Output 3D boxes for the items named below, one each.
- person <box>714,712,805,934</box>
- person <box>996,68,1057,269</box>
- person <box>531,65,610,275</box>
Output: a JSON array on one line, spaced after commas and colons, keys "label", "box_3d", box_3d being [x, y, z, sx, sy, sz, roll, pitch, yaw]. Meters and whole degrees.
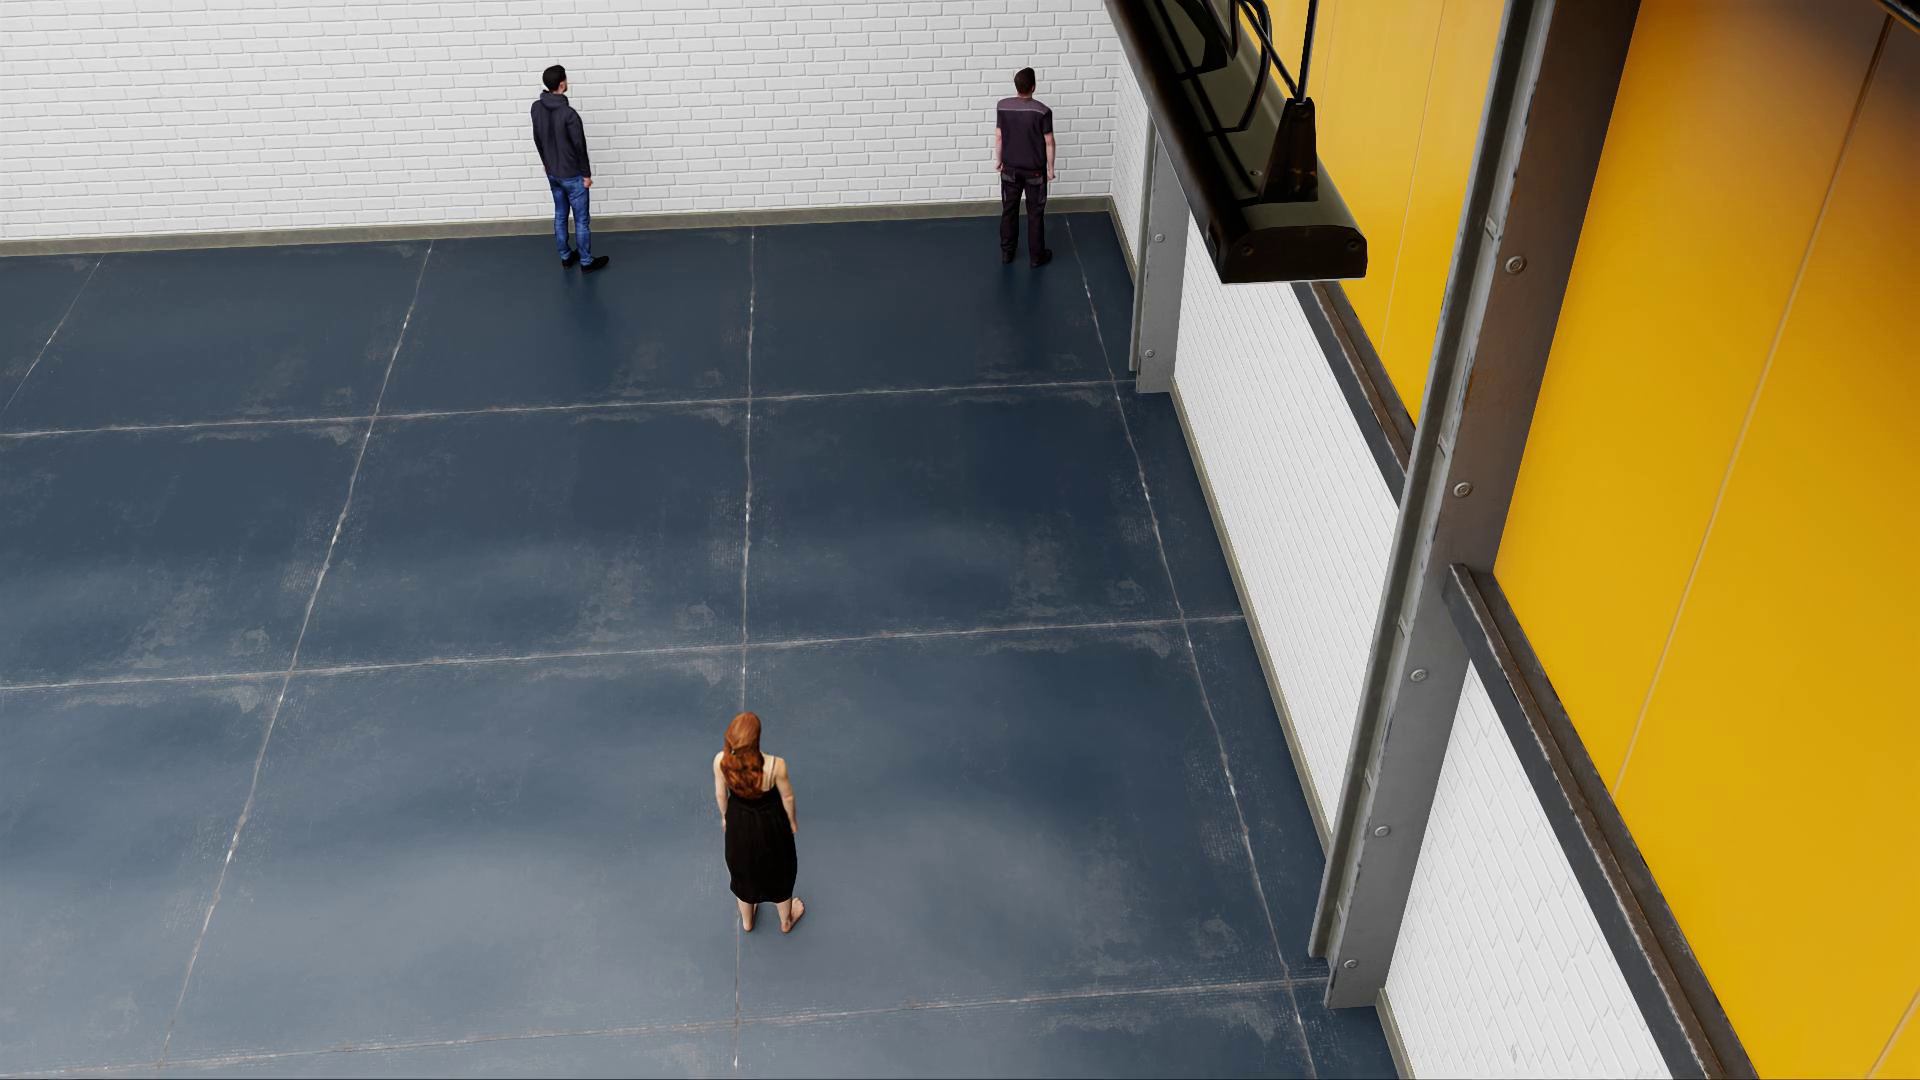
[{"label": "person", "box_3d": [-1.091, 1.524, 8.905, 0.609, 1.625, 0.618, 3, 39, 4]}, {"label": "person", "box_3d": [0.573, -3.308, 14.778, 0.798, 1.845, 0.764, 14, 41, 16]}, {"label": "person", "box_3d": [-3.489, -3.265, 14.687, 0.764, 1.892, 0.773, 19, 42, 22]}]
